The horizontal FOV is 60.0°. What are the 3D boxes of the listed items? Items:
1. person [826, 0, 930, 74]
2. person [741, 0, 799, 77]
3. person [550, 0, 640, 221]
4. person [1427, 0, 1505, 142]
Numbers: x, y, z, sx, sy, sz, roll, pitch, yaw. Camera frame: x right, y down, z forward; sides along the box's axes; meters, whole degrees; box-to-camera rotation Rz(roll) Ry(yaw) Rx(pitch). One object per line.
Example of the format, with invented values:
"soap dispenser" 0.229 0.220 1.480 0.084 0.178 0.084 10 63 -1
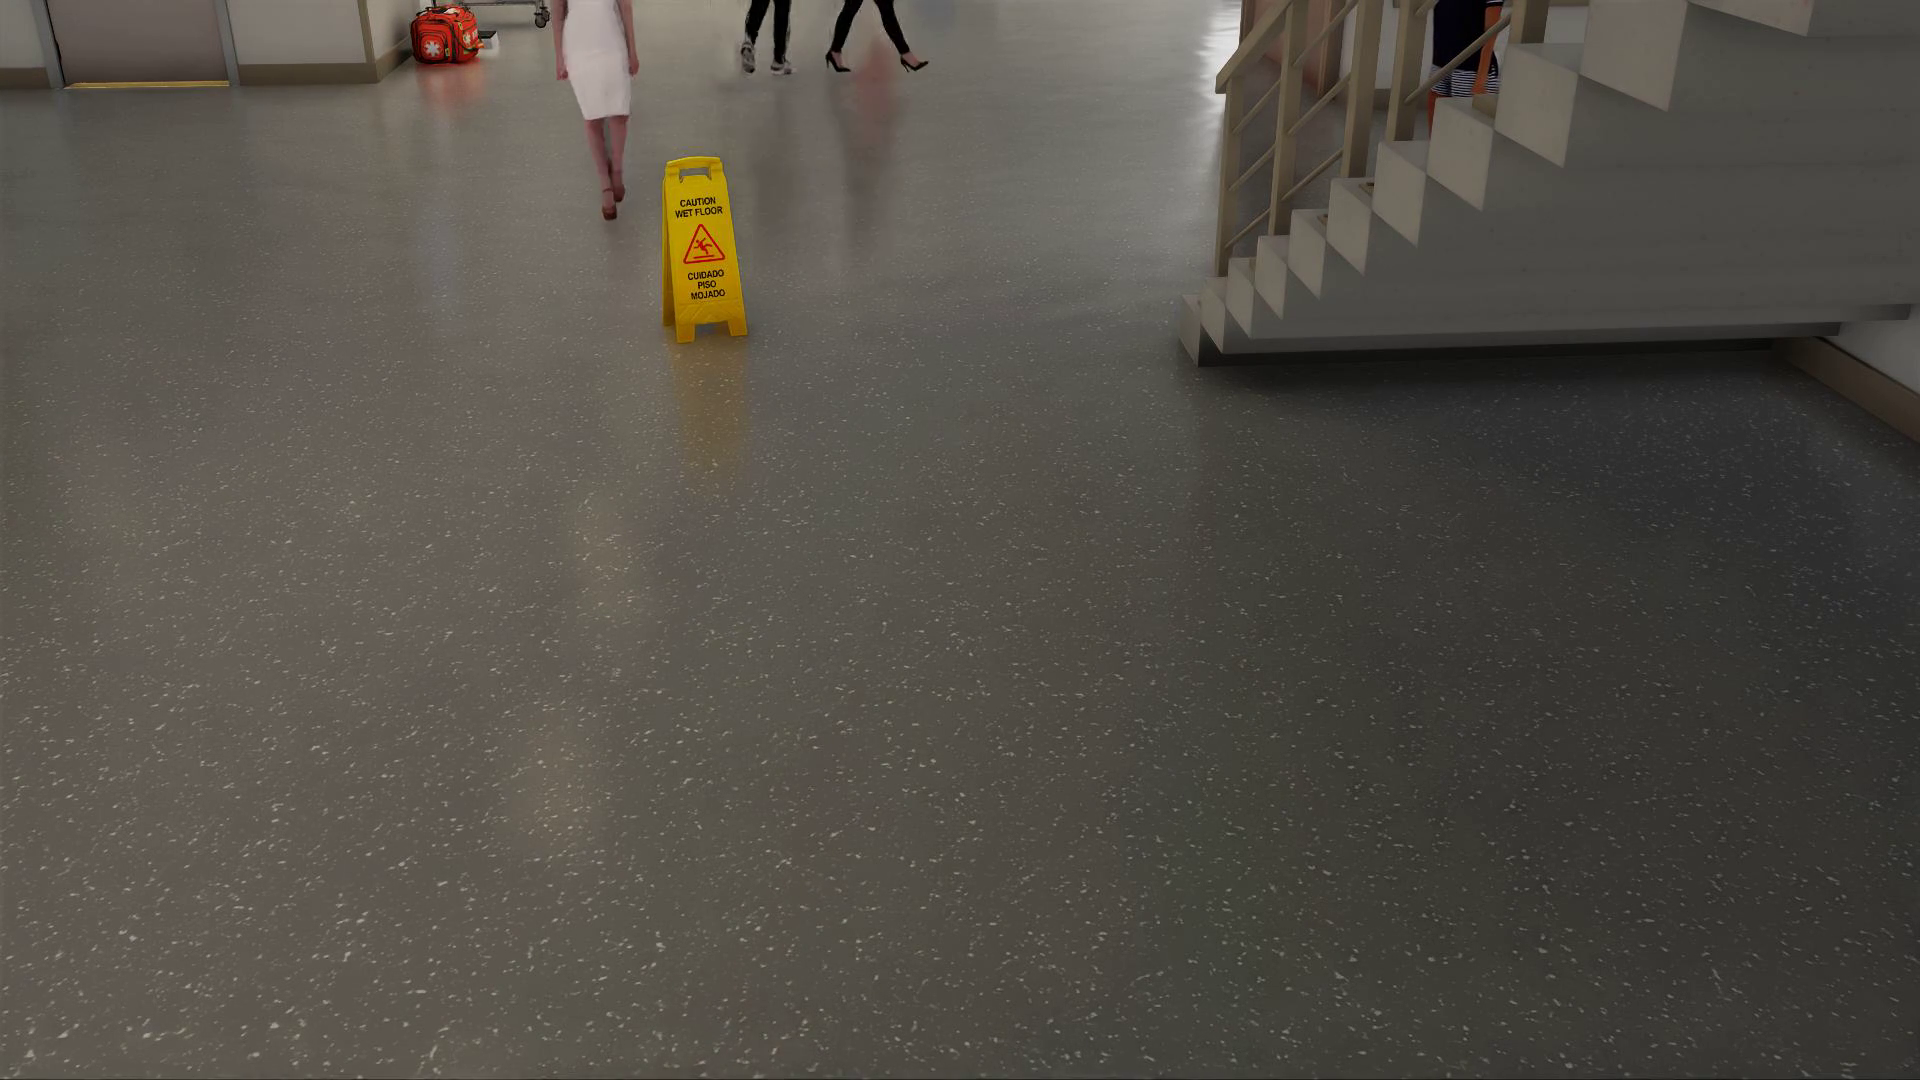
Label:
"person" -0.811 -4.398 12.819 0.853 1.651 1.068 4 26 9
"person" -1.522 -4.495 12.835 0.864 1.813 0.957 10 27 19
"person" -1.958 -2.627 8.995 0.611 1.784 0.657 -4 26 -9
"person" 2.577 -2.385 8.515 0.703 1.764 0.575 -11 28 -22
